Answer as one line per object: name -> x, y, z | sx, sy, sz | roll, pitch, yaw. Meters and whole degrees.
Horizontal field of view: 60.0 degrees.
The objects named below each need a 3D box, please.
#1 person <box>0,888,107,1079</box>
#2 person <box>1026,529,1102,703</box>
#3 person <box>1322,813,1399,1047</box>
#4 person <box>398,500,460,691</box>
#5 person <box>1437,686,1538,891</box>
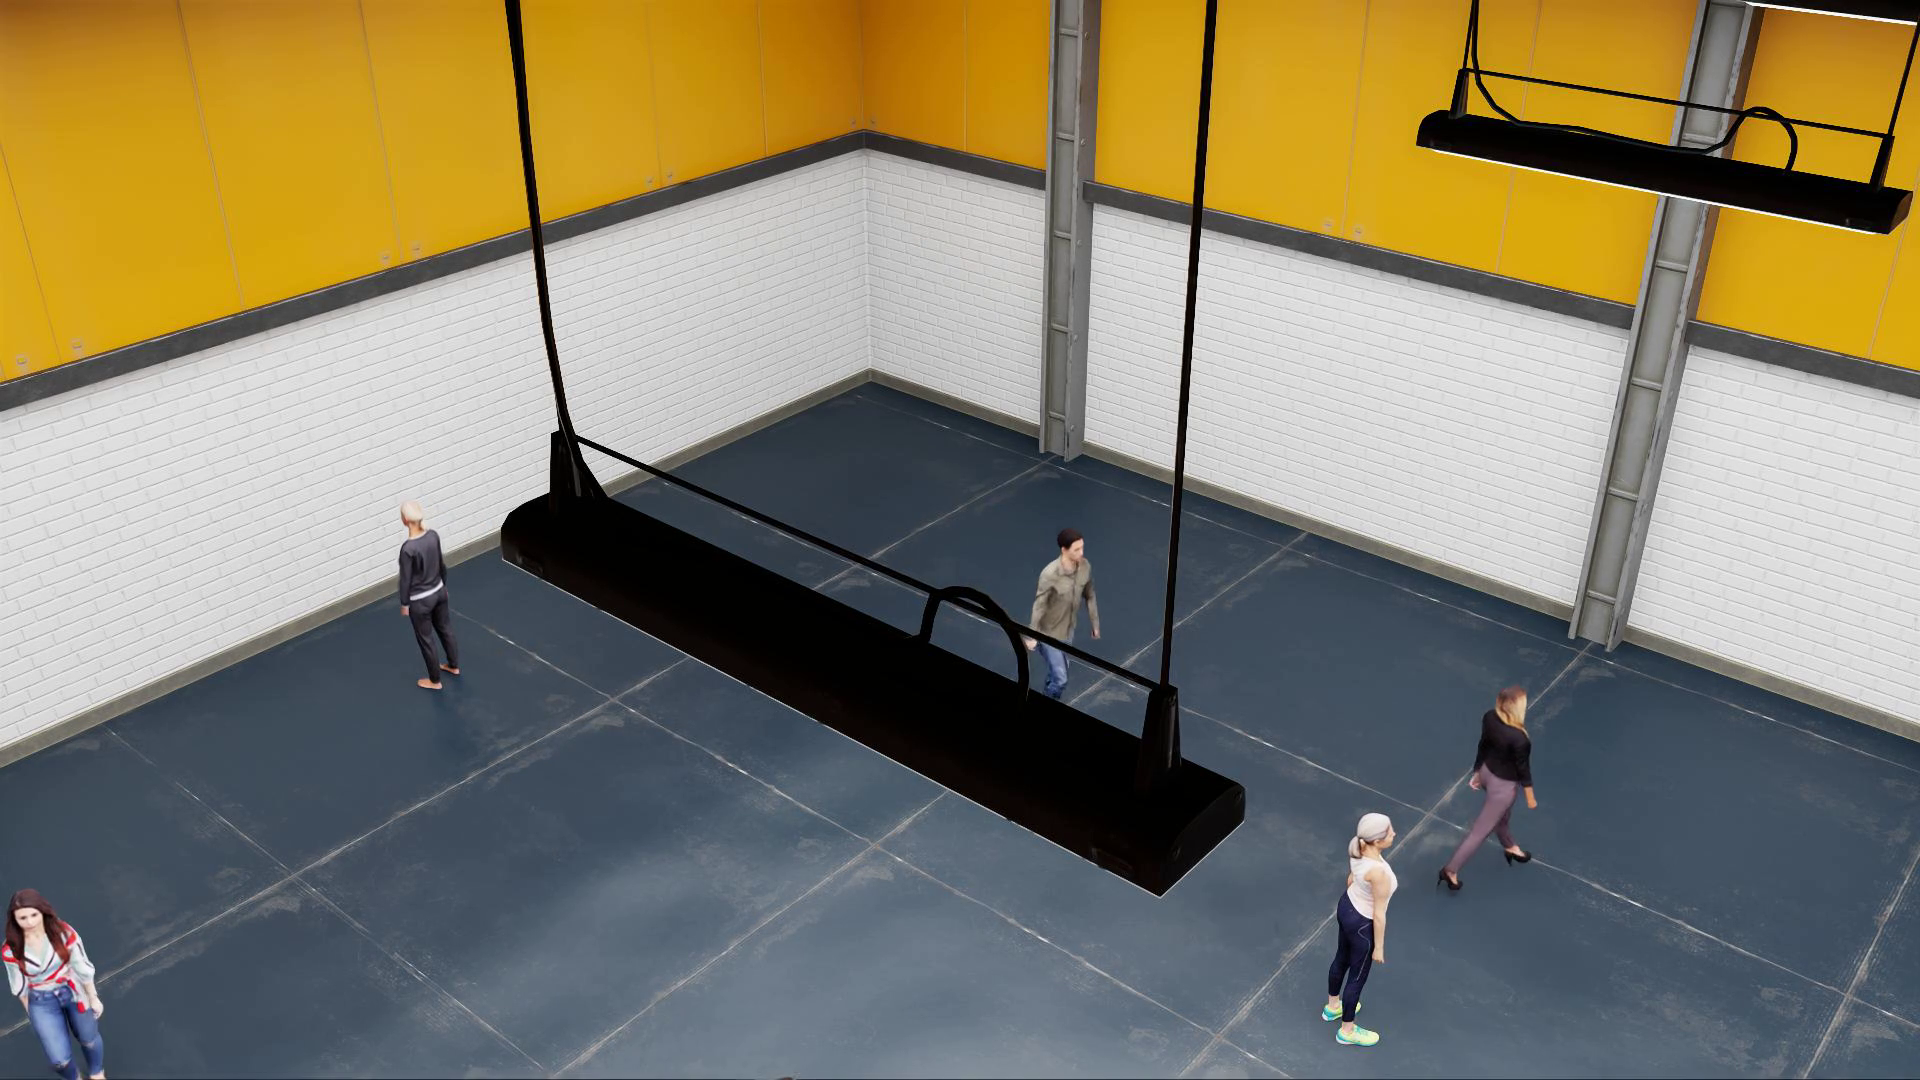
person -> -5.379, 2.690, 9.947 | 0.683, 1.599, 0.693 | -16, 33, -27
person -> 0.721, 0.684, 13.372 | 0.826, 1.841, 0.813 | -22, 36, -35
person -> 2.487, 2.399, 10.372 | 0.737, 1.702, 0.658 | -5, 29, -10
person -> -4.463, 0.453, 13.915 | 0.621, 1.727, 0.676 | 13, 31, 22
person -> 3.668, 1.778, 11.592 | 1.028, 1.624, 1.051 | -7, 29, -13
